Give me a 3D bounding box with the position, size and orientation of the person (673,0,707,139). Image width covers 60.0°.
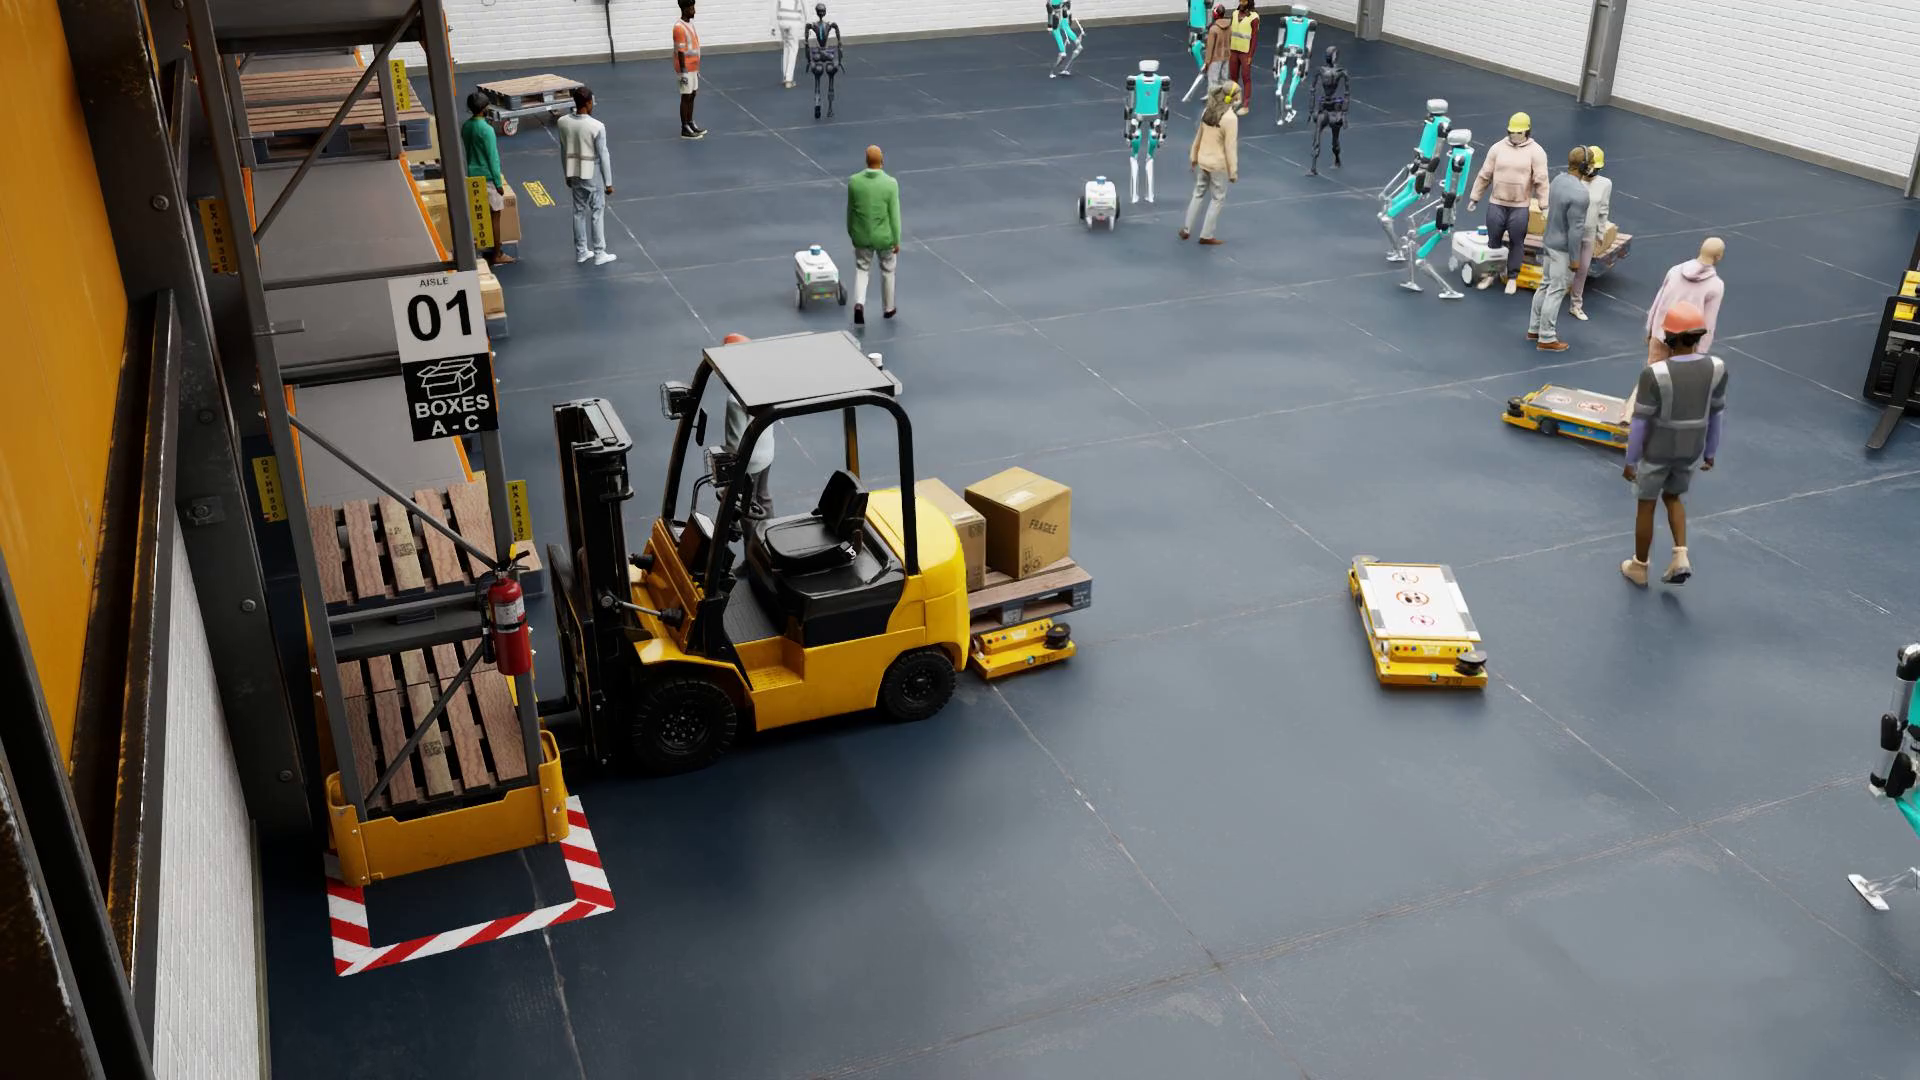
[{"bbox_3d":[-3.806,-6.623,23.291,0.369,1.958,0.596,5,27,9],"label":"person"}]

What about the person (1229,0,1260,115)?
[{"bbox_3d":[4.189,-7.231,24.702,0.470,1.769,0.378,23,35,38],"label":"person"}]

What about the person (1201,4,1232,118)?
[{"bbox_3d":[3.788,-7.006,24.394,0.463,1.647,0.307,-19,32,-33],"label":"person"}]

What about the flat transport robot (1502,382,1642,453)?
[{"bbox_3d":[5.379,-1.002,13.981,1.431,0.231,0.659,20,33,34],"label":"flat transport robot"}]

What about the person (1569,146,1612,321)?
[{"bbox_3d":[6.051,-2.983,16.271,0.520,1.759,0.358,-3,27,-7],"label":"person"}]

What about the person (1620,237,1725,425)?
[{"bbox_3d":[5.788,-1.592,13.513,0.706,1.748,0.567,-21,33,-35],"label":"person"}]

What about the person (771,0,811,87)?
[{"bbox_3d":[-2.690,-8.193,26.517,0.592,1.852,0.652,8,28,15],"label":"person"}]

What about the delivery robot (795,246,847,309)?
[{"bbox_3d":[-1.468,-2.713,17.062,0.499,0.592,0.792,-7,28,-13],"label":"delivery robot"}]

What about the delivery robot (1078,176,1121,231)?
[{"bbox_3d":[1.653,-3.982,19.596,0.499,0.601,0.788,1,27,2],"label":"delivery robot"}]

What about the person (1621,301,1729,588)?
[{"bbox_3d":[4.799,-0.599,11.214,0.656,2.033,0.550,-3,27,-5],"label":"person"}]

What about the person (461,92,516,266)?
[{"bbox_3d":[-5.143,-3.895,17.987,0.496,1.843,0.404,20,33,35],"label":"person"}]

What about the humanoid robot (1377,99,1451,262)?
[{"bbox_3d":[4.849,-3.897,18.063,0.764,1.737,0.530,-2,27,-4],"label":"humanoid robot"}]

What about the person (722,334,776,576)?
[{"bbox_3d":[-1.479,-0.588,11.518,0.350,1.741,0.568,8,28,16],"label":"person"}]

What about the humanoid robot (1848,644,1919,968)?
[{"bbox_3d":[4.744,1.259,7.886,0.532,1.778,0.995,-4,27,-8],"label":"humanoid robot"}]

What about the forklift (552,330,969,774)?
[{"bbox_3d":[-1.094,0.010,9.831,2.313,2.155,1.214,-10,28,-20],"label":"forklift"}]

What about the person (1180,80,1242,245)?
[{"bbox_3d":[2.818,-4.234,18.659,0.439,1.843,0.700,-16,31,-29],"label":"person"}]

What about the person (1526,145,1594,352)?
[{"bbox_3d":[5.632,-2.723,15.563,0.364,1.933,0.631,-1,27,-1],"label":"person"}]

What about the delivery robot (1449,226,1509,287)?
[{"bbox_3d":[5.536,-3.015,17.686,0.499,0.614,0.798,-5,27,-10],"label":"delivery robot"}]

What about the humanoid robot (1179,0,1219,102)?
[{"bbox_3d":[3.784,-7.595,25.484,0.806,1.807,0.558,-16,31,-29],"label":"humanoid robot"}]

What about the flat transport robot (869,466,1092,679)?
[{"bbox_3d":[0.119,0.457,11.079,0.659,0.231,1.431,-13,29,-24],"label":"flat transport robot"}]

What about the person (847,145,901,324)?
[{"bbox_3d":[-0.844,-2.957,16.217,0.554,1.763,0.712,4,27,9],"label":"person"}]

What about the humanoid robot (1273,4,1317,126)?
[{"bbox_3d":[4.700,-6.678,23.656,0.558,1.737,1.065,8,28,16],"label":"humanoid robot"}]

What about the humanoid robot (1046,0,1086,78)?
[{"bbox_3d":[1.742,-8.394,27.051,0.672,1.790,0.561,24,35,38],"label":"humanoid robot"}]

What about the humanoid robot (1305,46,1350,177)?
[{"bbox_3d":[4.797,-5.556,21.543,0.583,1.637,0.790,18,32,32],"label":"humanoid robot"}]

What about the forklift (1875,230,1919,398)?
[{"bbox_3d":[9.029,-2.397,14.618,1.214,2.155,2.313,18,32,32],"label":"forklift"}]

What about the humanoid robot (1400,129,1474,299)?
[{"bbox_3d":[4.786,-3.315,16.965,0.879,1.774,0.547,11,29,20],"label":"humanoid robot"}]

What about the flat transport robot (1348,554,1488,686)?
[{"bbox_3d":[2.993,0.517,10.960,0.659,0.231,1.431,2,27,3],"label":"flat transport robot"}]

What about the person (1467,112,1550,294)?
[{"bbox_3d":[5.676,-3.485,17.157,0.814,1.856,0.436,15,30,27],"label":"person"}]

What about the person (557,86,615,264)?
[{"bbox_3d":[-4.030,-3.925,17.977,0.597,1.907,0.410,10,29,20],"label":"person"}]

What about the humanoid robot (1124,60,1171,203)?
[{"bbox_3d":[2.247,-4.988,20.240,0.530,1.753,0.728,1,27,3],"label":"humanoid robot"}]

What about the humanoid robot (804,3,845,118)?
[{"bbox_3d":[-1.993,-7.024,24.400,0.590,1.633,0.560,1,27,1],"label":"humanoid robot"}]

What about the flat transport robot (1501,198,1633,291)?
[{"bbox_3d":[6.403,-2.952,17.860,0.659,0.231,1.431,19,33,33],"label":"flat transport robot"}]
